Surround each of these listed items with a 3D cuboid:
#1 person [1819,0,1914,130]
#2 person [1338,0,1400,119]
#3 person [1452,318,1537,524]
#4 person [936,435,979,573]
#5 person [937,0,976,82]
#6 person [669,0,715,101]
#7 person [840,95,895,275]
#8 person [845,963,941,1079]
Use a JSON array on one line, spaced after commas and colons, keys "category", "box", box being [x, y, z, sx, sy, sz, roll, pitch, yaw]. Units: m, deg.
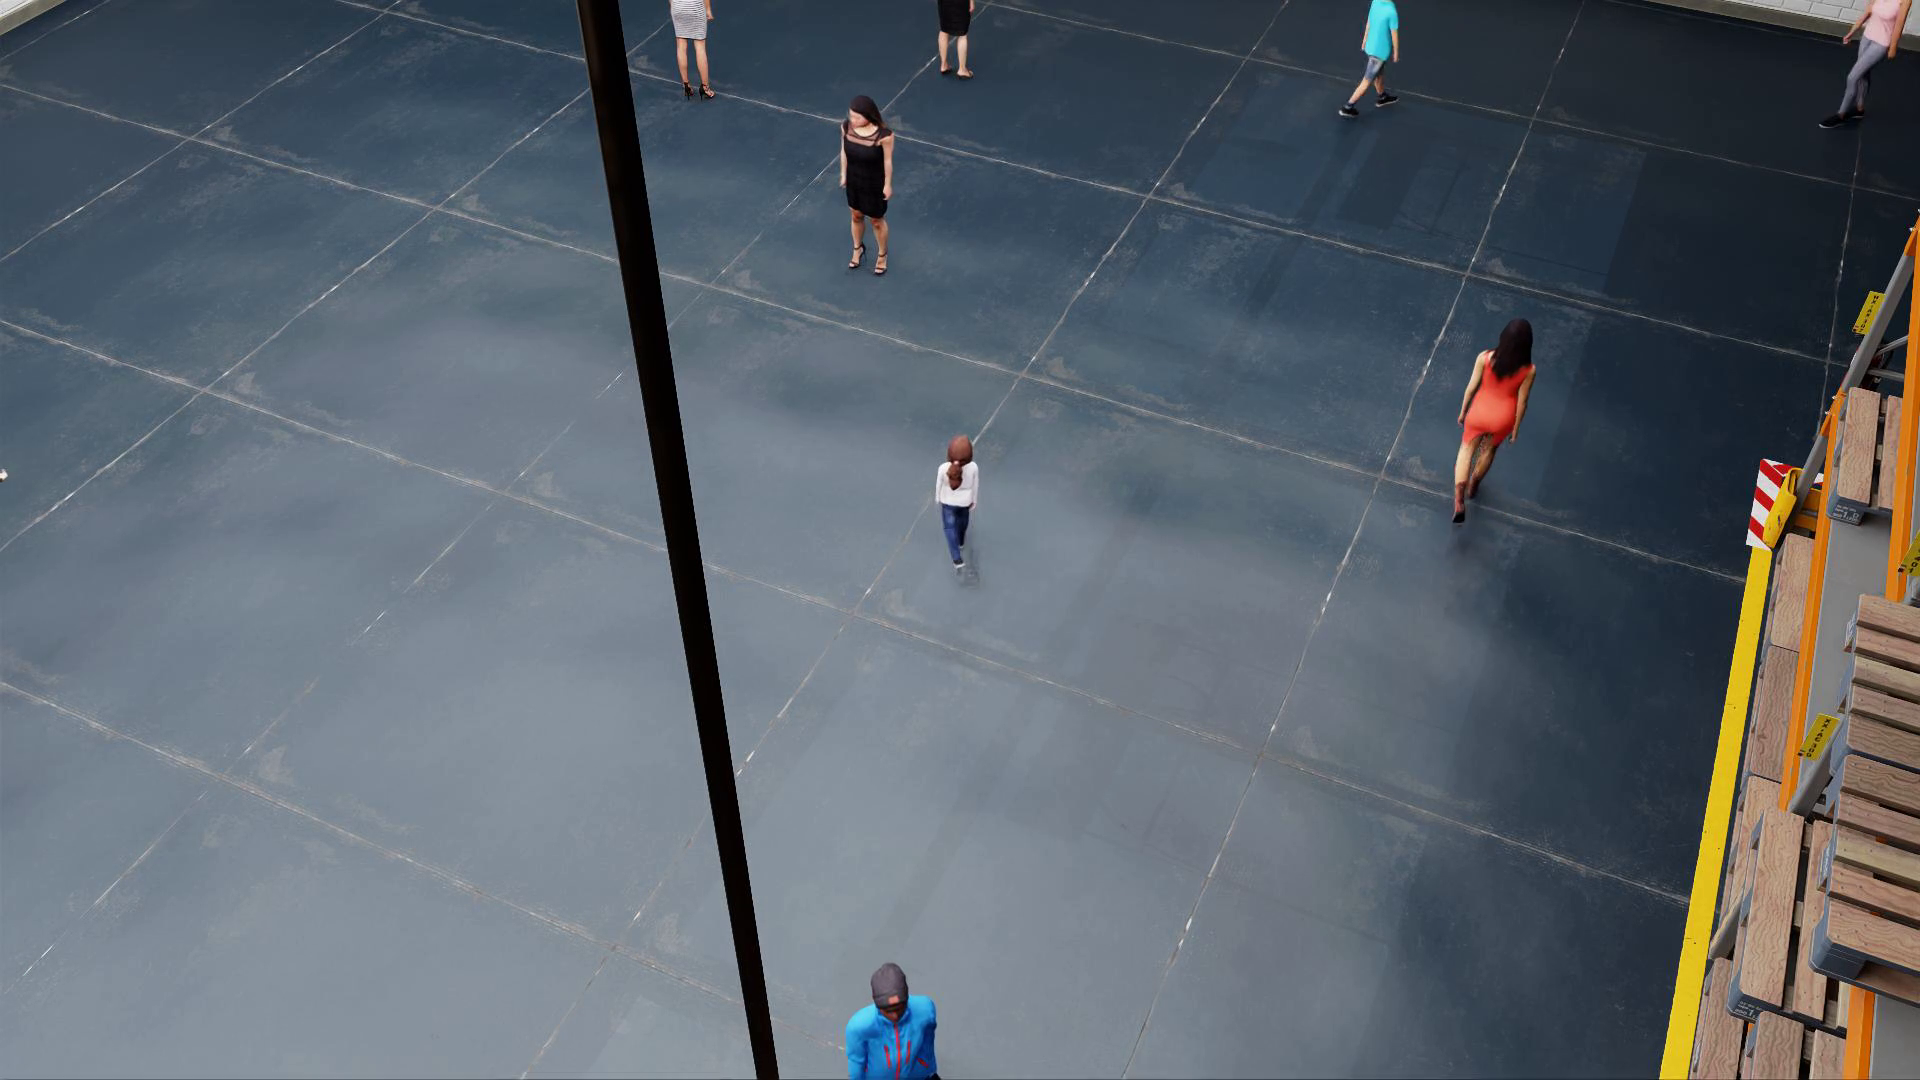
[{"category": "person", "box": [8.934, -4.819, 16.078, 0.859, 1.702, 0.845, -6, 44, -6]}, {"category": "person", "box": [4.033, -4.789, 16.252, 1.015, 1.419, 0.928, -17, 46, -17]}, {"category": "person", "box": [3.782, -0.823, 11.886, 0.626, 1.699, 0.990, 15, 46, 15]}, {"category": "person", "box": [-0.018, -0.261, 11.733, 0.685, 1.097, 0.795, -8, 44, -8]}, {"category": "person", "box": [-0.062, -5.475, 16.735, 0.609, 1.746, 0.538, 22, 48, 21]}, {"category": "person", "box": [-2.682, -5.205, 16.397, 0.636, 1.822, 0.578, 11, 45, 11]}, {"category": "person", "box": [-0.794, -3.042, 14.207, 0.643, 1.711, 0.579, 18, 47, 18]}, {"category": "person", "box": [-0.335, 2.622, 8.202, 0.698, 1.792, 0.752, -13, 45, -13]}]
